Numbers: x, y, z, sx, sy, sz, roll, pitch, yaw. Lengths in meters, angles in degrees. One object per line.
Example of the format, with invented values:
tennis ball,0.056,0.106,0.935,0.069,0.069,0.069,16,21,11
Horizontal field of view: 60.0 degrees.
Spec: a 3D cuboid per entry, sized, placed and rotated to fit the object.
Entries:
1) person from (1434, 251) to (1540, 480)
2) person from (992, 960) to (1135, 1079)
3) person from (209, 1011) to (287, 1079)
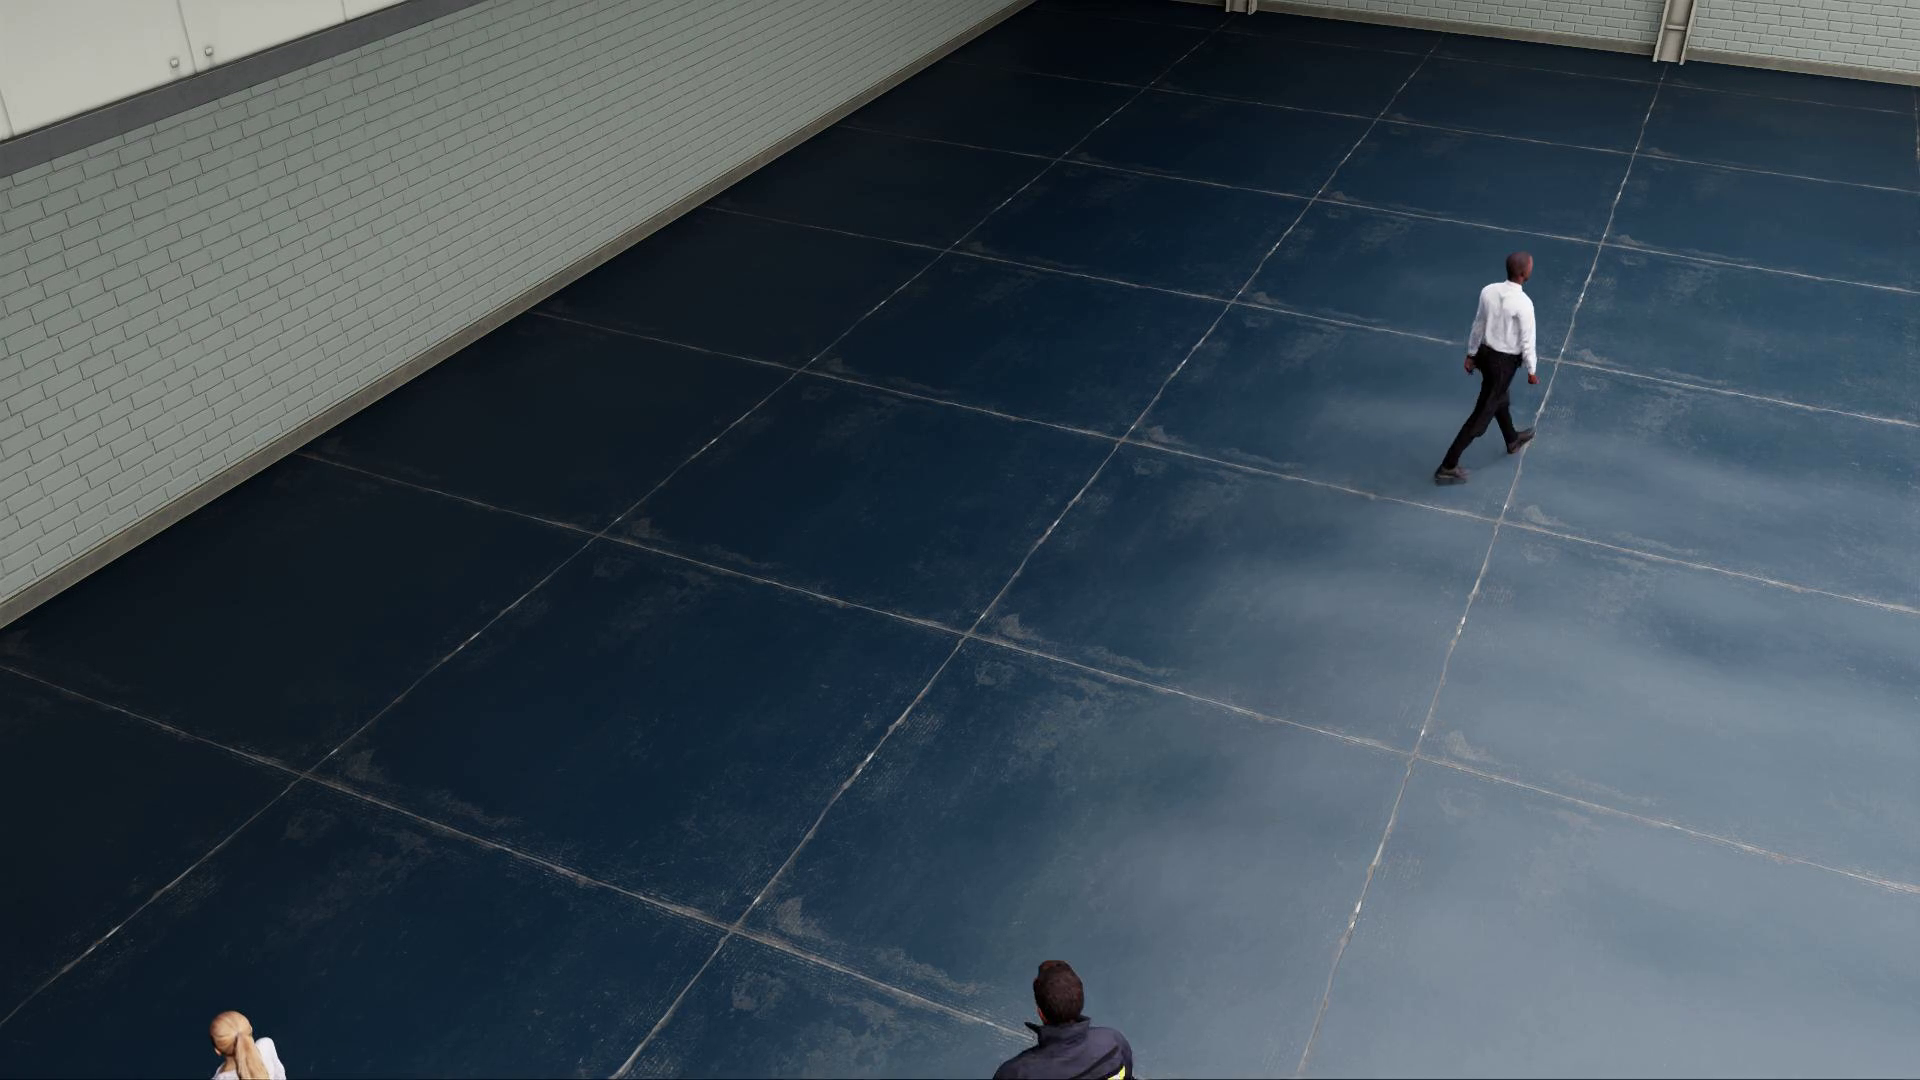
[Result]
person,3.970,-1.256,12.534,1.246,1.784,1.269,-15,35,-22
person,0.435,2.465,6.513,0.930,1.914,0.968,-14,35,-20
person,-2.970,2.480,7.085,0.516,1.279,0.504,18,36,26
